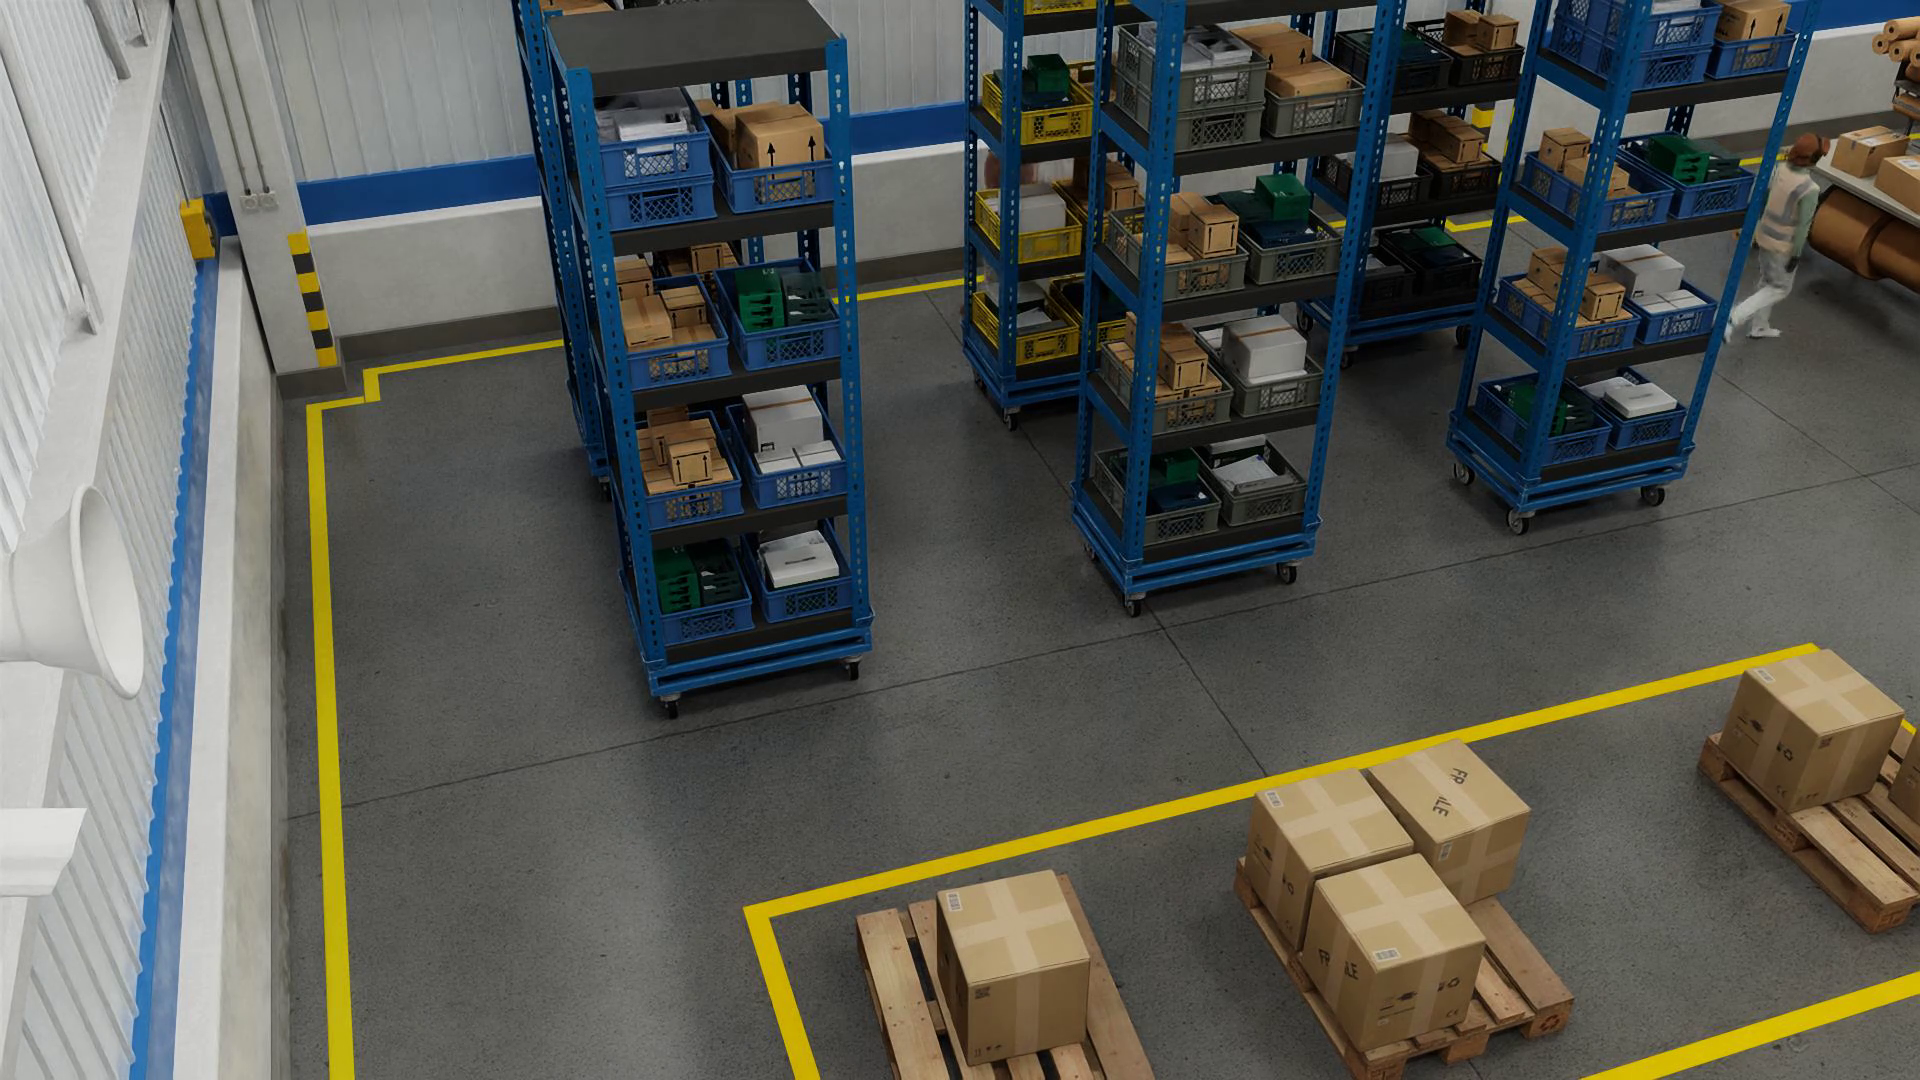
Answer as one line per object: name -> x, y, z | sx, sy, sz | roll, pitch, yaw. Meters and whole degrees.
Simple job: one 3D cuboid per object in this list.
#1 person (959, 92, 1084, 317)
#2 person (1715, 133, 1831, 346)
person -> 0.458, -2.468, 12.105 | 0.873, 1.950, 0.648 | 5, 36, 7
person -> 5.823, -2.122, 11.877 | 0.592, 1.619, 0.520 | -5, 36, -8
